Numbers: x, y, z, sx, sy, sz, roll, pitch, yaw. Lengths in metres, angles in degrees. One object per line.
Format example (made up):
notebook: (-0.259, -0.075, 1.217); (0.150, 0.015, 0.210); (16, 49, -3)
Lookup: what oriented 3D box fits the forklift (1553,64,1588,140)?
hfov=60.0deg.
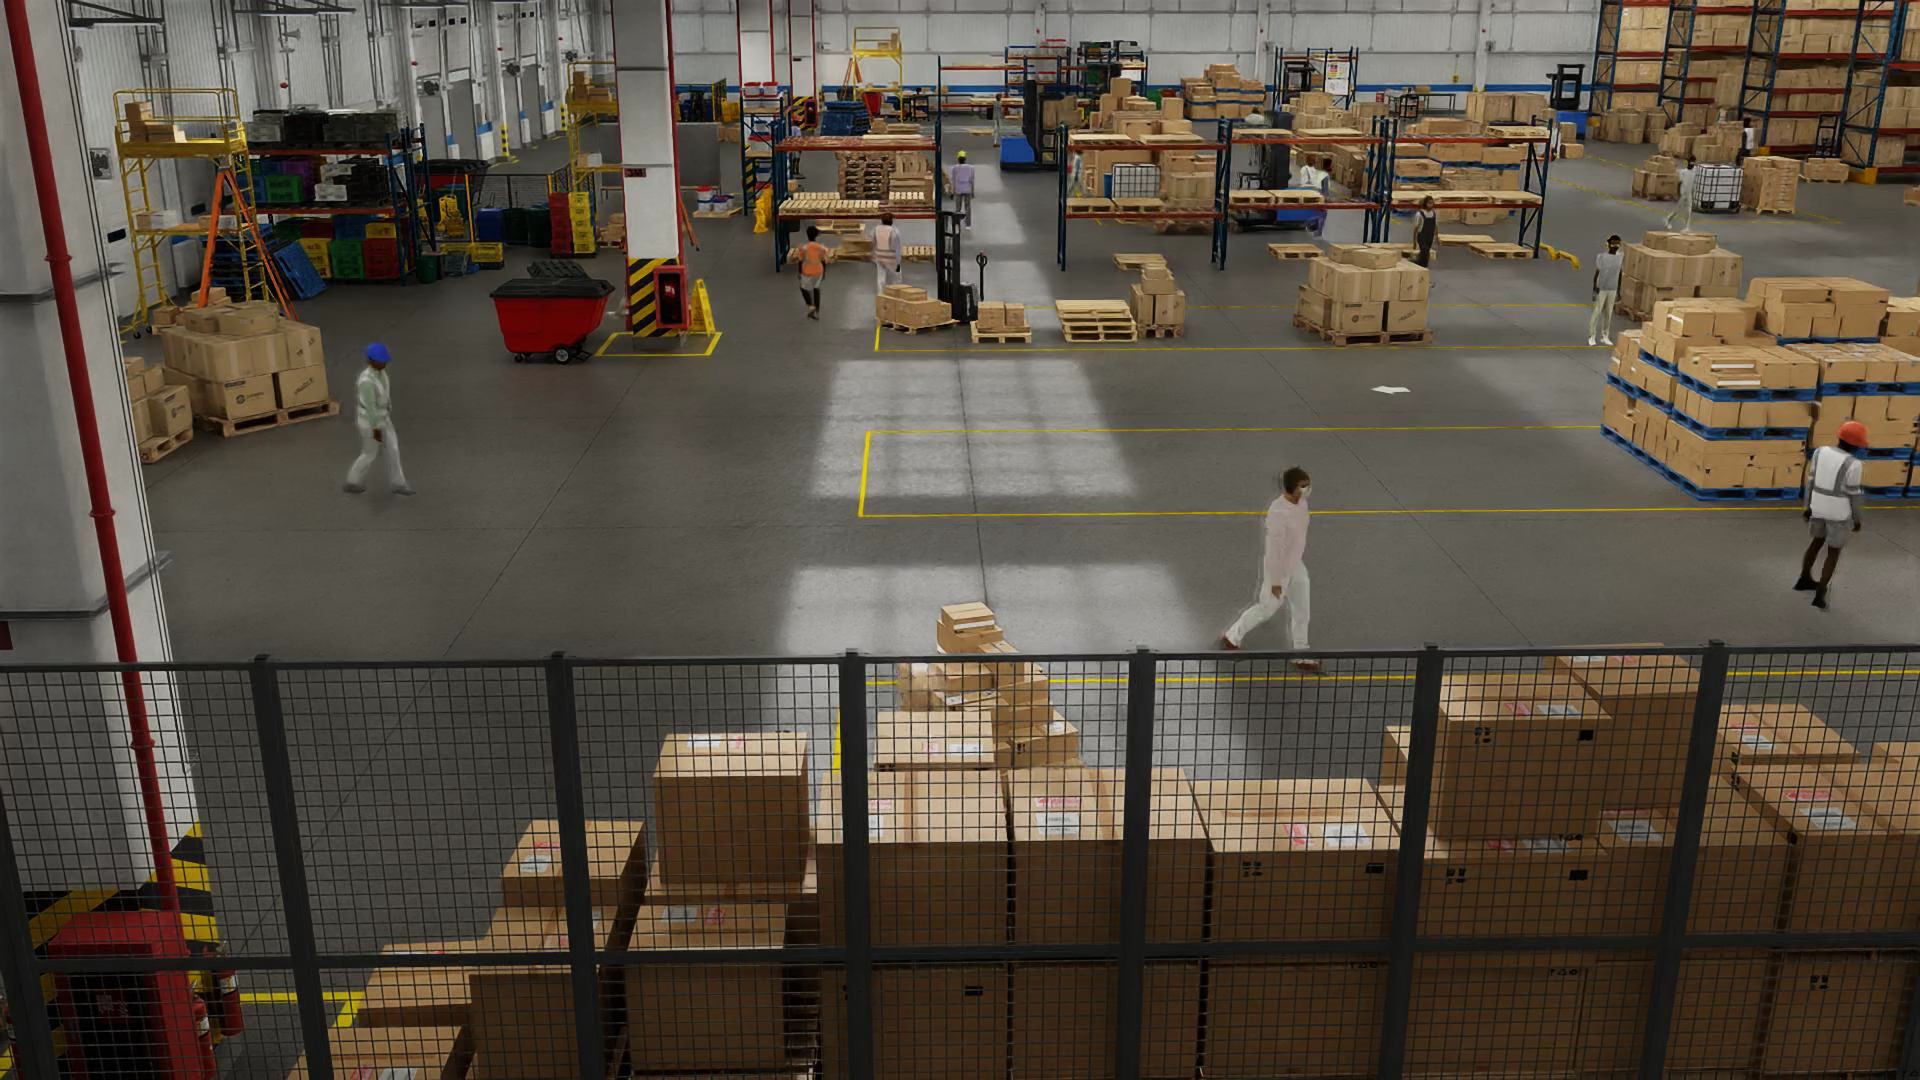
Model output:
forklift: (23.281, -16.817, 63.761); (1.129, 2.768, 1.873); (-1, 19, -2)

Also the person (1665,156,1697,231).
person: (17.632, -8.447, 40.545); (0.518, 1.845, 0.797); (-6, 20, -18)

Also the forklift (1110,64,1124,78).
forklift: (5.890, -16.579, 63.054); (1.873, 2.768, 1.129); (4, 19, 12)

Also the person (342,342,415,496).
person: (-6.966, -1.426, 19.639); (0.824, 1.895, 0.613); (3, 19, 10)

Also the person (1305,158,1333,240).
person: (8.520, -8.038, 39.235); (0.466, 1.903, 0.580); (0, 19, 1)

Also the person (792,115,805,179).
person: (-5.022, -12.101, 51.240); (0.384, 1.927, 0.543); (-11, 21, -29)

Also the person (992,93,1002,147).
person: (1.372, -15.414, 61.066); (0.362, 1.932, 0.636); (0, 19, 1)

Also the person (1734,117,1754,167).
person: (24.230, -12.056, 51.181); (0.606, 1.890, 0.917); (-16, 25, -40)

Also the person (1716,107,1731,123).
person: (28.165, -15.369, 61.378); (0.311, 1.638, 0.521); (-16, 24, -39)

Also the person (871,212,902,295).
person: (-1.310, -5.177, 30.854); (0.649, 1.820, 0.615); (9, 21, 25)

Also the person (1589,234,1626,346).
person: (10.842, -4.182, 27.837); (0.526, 1.869, 0.315); (-2, 19, -6)

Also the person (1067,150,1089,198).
person: (3.216, -9.949, 45.373); (0.896, 1.590, 0.531); (-1, 19, -2)

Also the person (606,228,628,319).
person: (-5.923, -4.765, 29.813); (0.887, 1.691, 0.510); (-4, 19, -10)

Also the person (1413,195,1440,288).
person: (9.296, -6.017, 33.366); (0.511, 1.819, 0.901); (-9, 21, -26)

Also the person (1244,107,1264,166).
person: (9.743, -13.424, 55.219); (0.656, 1.893, 0.985); (2, 19, 6)

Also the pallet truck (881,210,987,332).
pallet truck: (-0.493, -4.759, 29.349); (1.885, 1.965, 0.823); (-13, 23, -34)

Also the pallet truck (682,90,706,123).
pallet truck: (-9.671, -15.907, 62.421); (0.823, 1.965, 1.885); (5, 19, 15)

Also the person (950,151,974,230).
person: (0.041, -8.541, 40.716); (0.608, 1.901, 0.457); (-3, 19, -8)

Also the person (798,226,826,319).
person: (-2.671, -4.819, 30.002); (0.560, 1.681, 0.366); (-9, 20, -24)

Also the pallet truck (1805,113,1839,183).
pallet truck: (26.403, -11.957, 50.702); (0.823, 1.965, 1.885); (6, 19, 16)

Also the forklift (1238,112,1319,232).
forklift: (7.784, -8.948, 40.417); (1.873, 2.768, 1.129); (-1, 19, -2)

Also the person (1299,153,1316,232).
person: (8.463, -8.459, 40.500); (0.342, 1.882, 0.579); (14, 23, 36)

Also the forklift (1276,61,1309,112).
forklift: (13.228, -17.508, 65.810); (1.129, 2.768, 1.873); (-1, 19, -1)

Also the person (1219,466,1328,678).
person: (2.790, 0.244, 14.667); (0.968, 1.909, 0.646); (13, 23, 34)

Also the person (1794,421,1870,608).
person: (8.525, -0.285, 16.286); (0.596, 1.875, 0.594); (-8, 20, -21)

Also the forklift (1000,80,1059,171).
forklift: (2.238, -13.269, 53.236); (1.873, 2.768, 1.129); (-1, 19, -2)
